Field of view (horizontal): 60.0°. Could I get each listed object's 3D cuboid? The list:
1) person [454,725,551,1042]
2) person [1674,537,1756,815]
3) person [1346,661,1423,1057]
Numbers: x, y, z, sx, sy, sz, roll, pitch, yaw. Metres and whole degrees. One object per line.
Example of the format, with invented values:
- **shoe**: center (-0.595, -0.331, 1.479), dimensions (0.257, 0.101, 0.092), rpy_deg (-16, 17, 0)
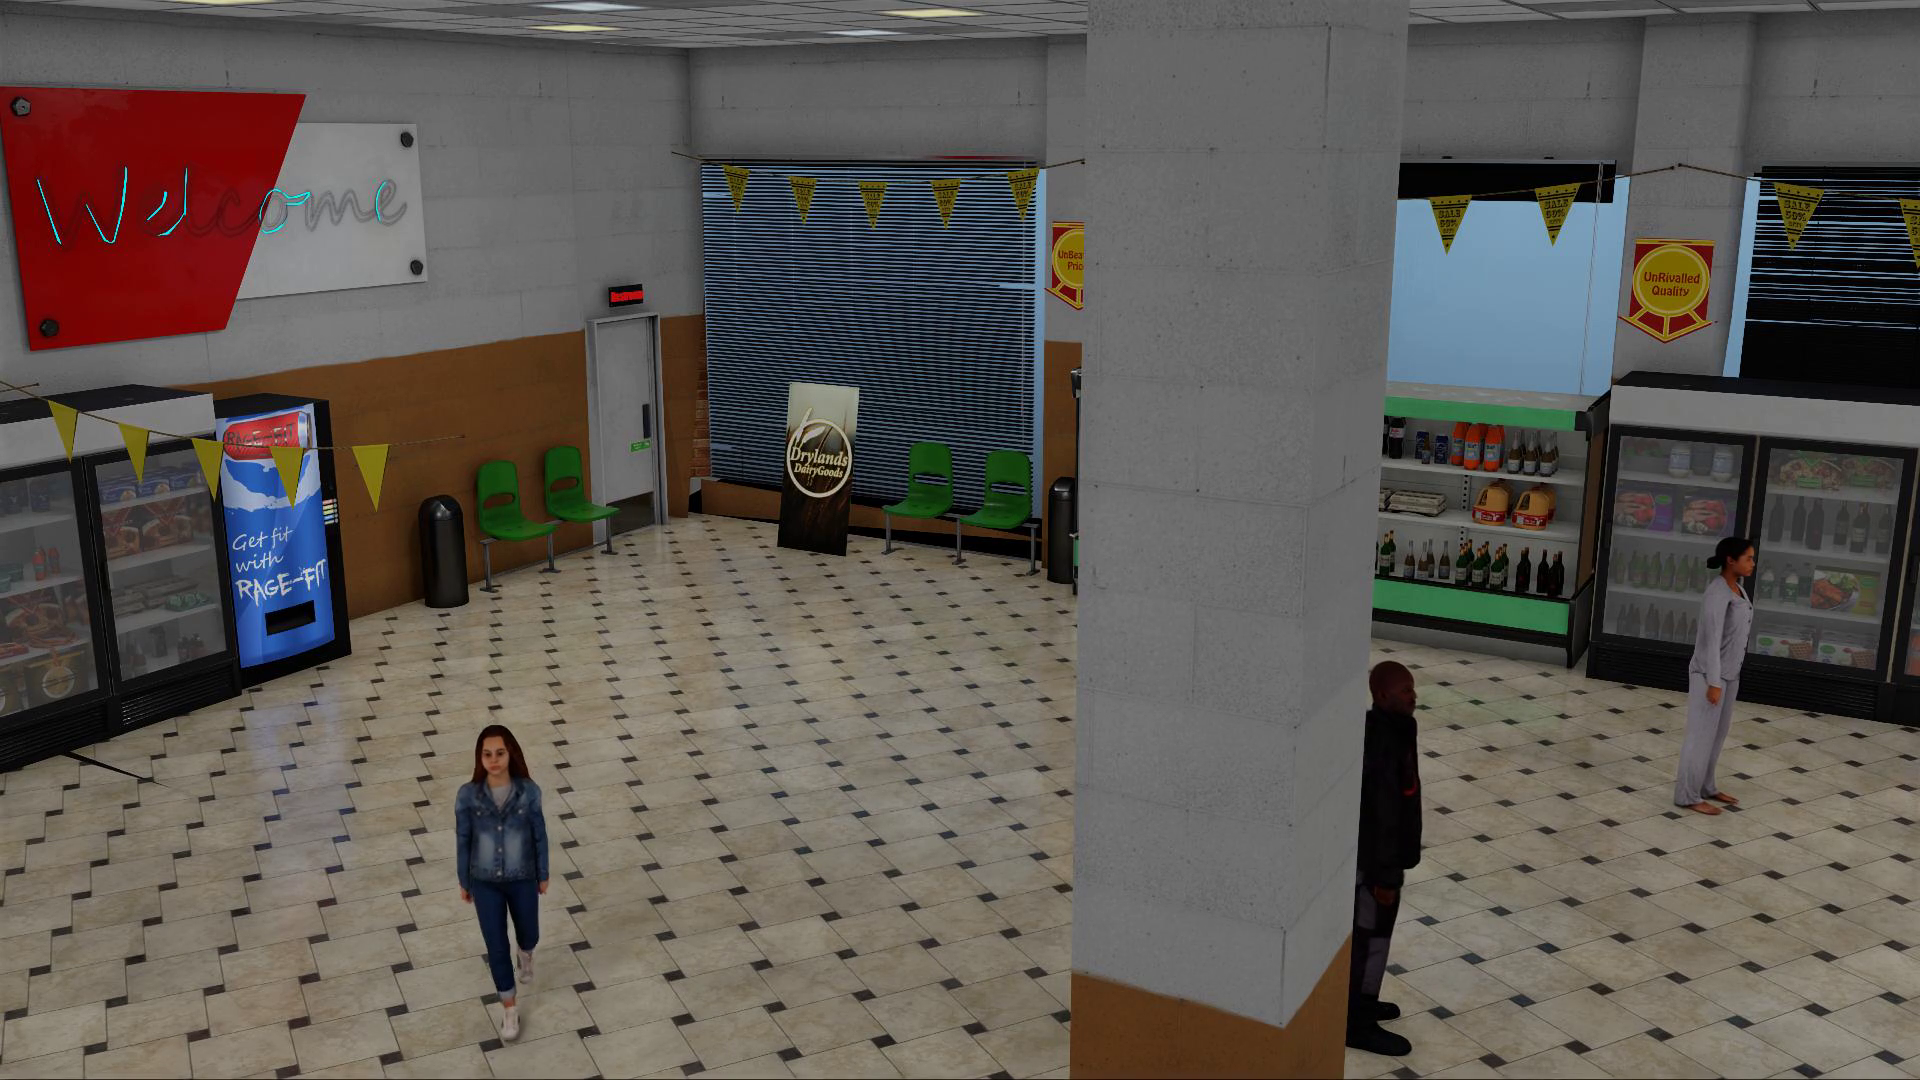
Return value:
- **person**: center (-2.140, 1.568, 7.828), dimensions (0.851, 1.465, 0.905), rpy_deg (-3, 14, -13)
- **person**: center (4.694, 0.818, 10.344), dimensions (0.618, 1.735, 0.666), rpy_deg (12, 18, 40)
- **person**: center (1.904, 1.425, 7.657), dimensions (0.736, 1.823, 0.775), rpy_deg (2, 14, 7)
